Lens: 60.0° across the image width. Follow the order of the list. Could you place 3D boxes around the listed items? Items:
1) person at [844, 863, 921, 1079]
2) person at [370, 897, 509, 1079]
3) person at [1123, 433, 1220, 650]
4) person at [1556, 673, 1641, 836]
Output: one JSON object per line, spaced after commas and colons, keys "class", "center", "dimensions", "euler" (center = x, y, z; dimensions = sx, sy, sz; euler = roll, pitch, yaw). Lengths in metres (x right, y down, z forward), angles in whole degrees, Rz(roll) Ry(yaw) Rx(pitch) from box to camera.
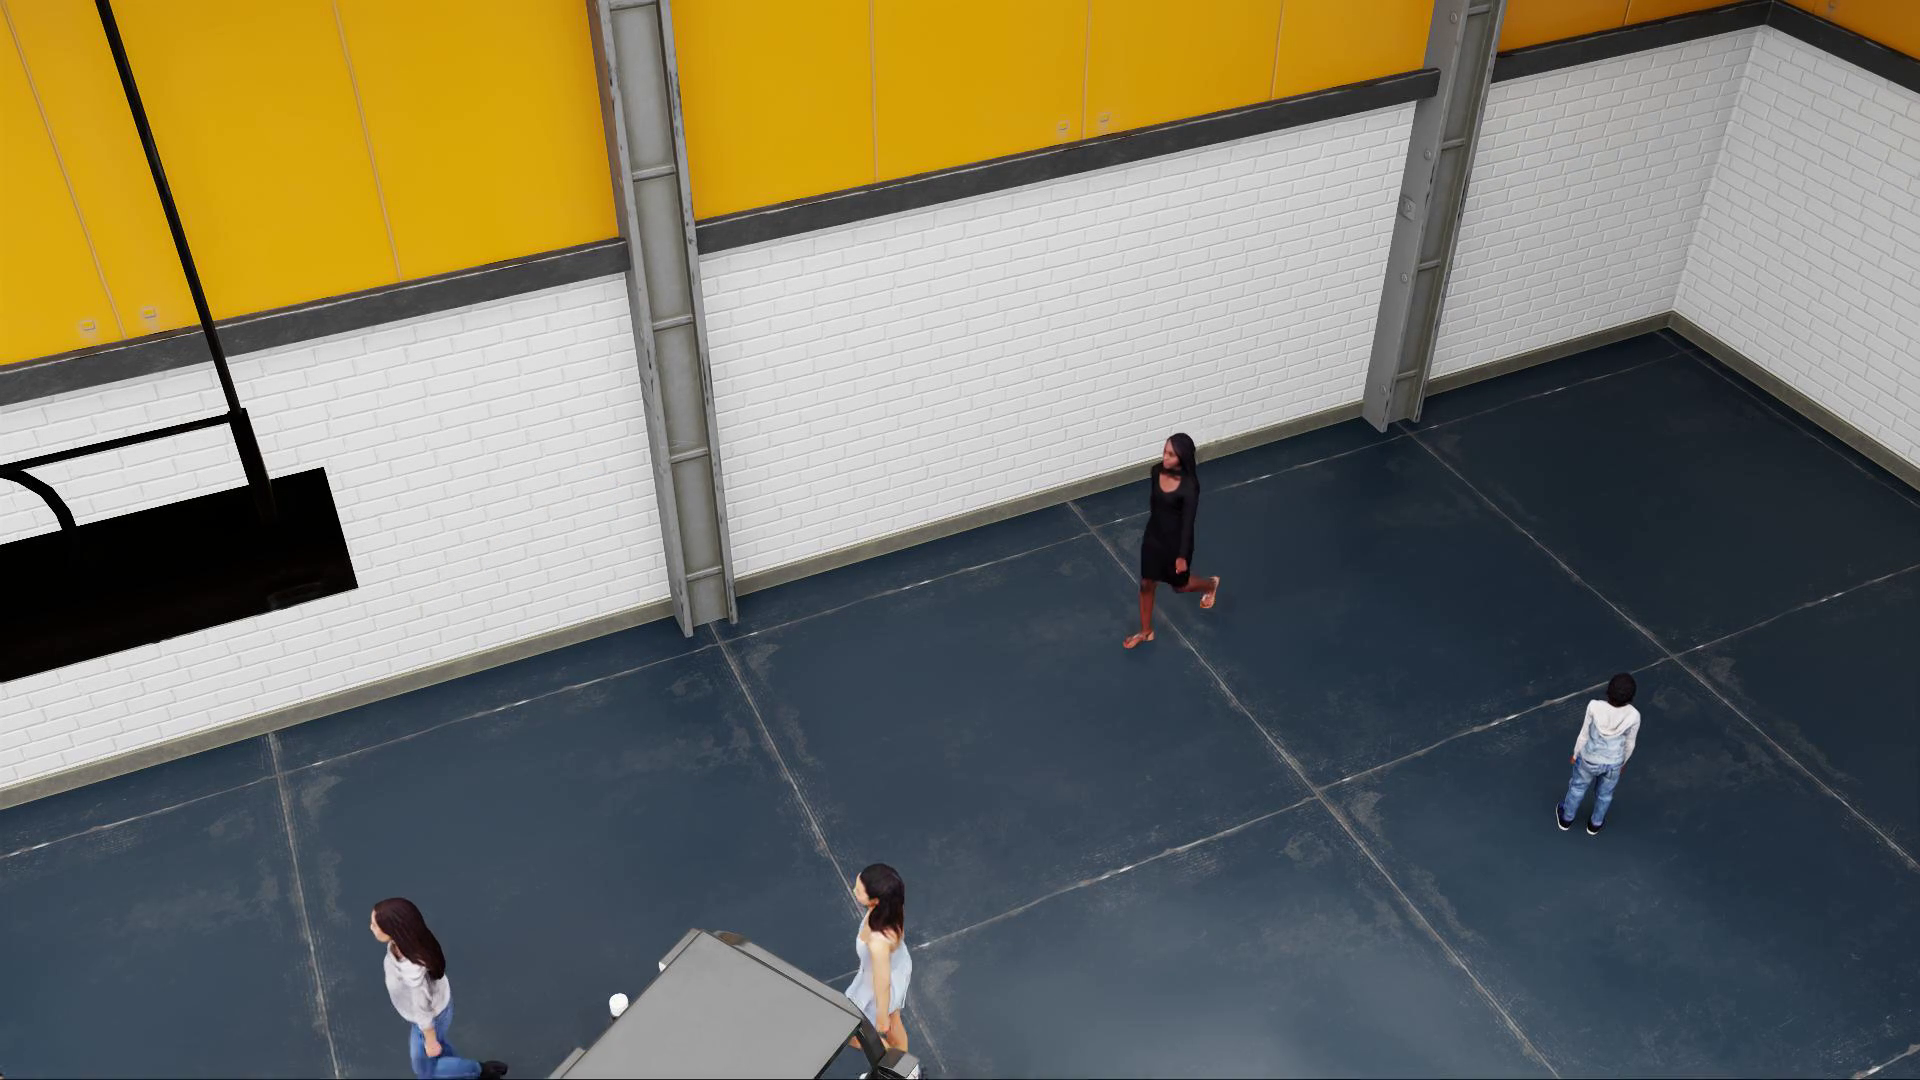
{"class": "person", "center": [-0.305, 2.261, 8.449], "dimensions": [0.768, 1.724, 0.725], "euler": [3, 39, 3]}
{"class": "person", "center": [-2.607, 2.360, 8.414], "dimensions": [0.672, 1.613, 0.632], "euler": [-14, 41, -17]}
{"class": "person", "center": [1.489, -0.005, 11.303], "dimensions": [1.076, 1.704, 0.752], "euler": [-24, 44, -27]}
{"class": "person", "center": [3.867, 1.290, 10.037], "dimensions": [0.568, 1.260, 0.628], "euler": [12, 40, 15]}
